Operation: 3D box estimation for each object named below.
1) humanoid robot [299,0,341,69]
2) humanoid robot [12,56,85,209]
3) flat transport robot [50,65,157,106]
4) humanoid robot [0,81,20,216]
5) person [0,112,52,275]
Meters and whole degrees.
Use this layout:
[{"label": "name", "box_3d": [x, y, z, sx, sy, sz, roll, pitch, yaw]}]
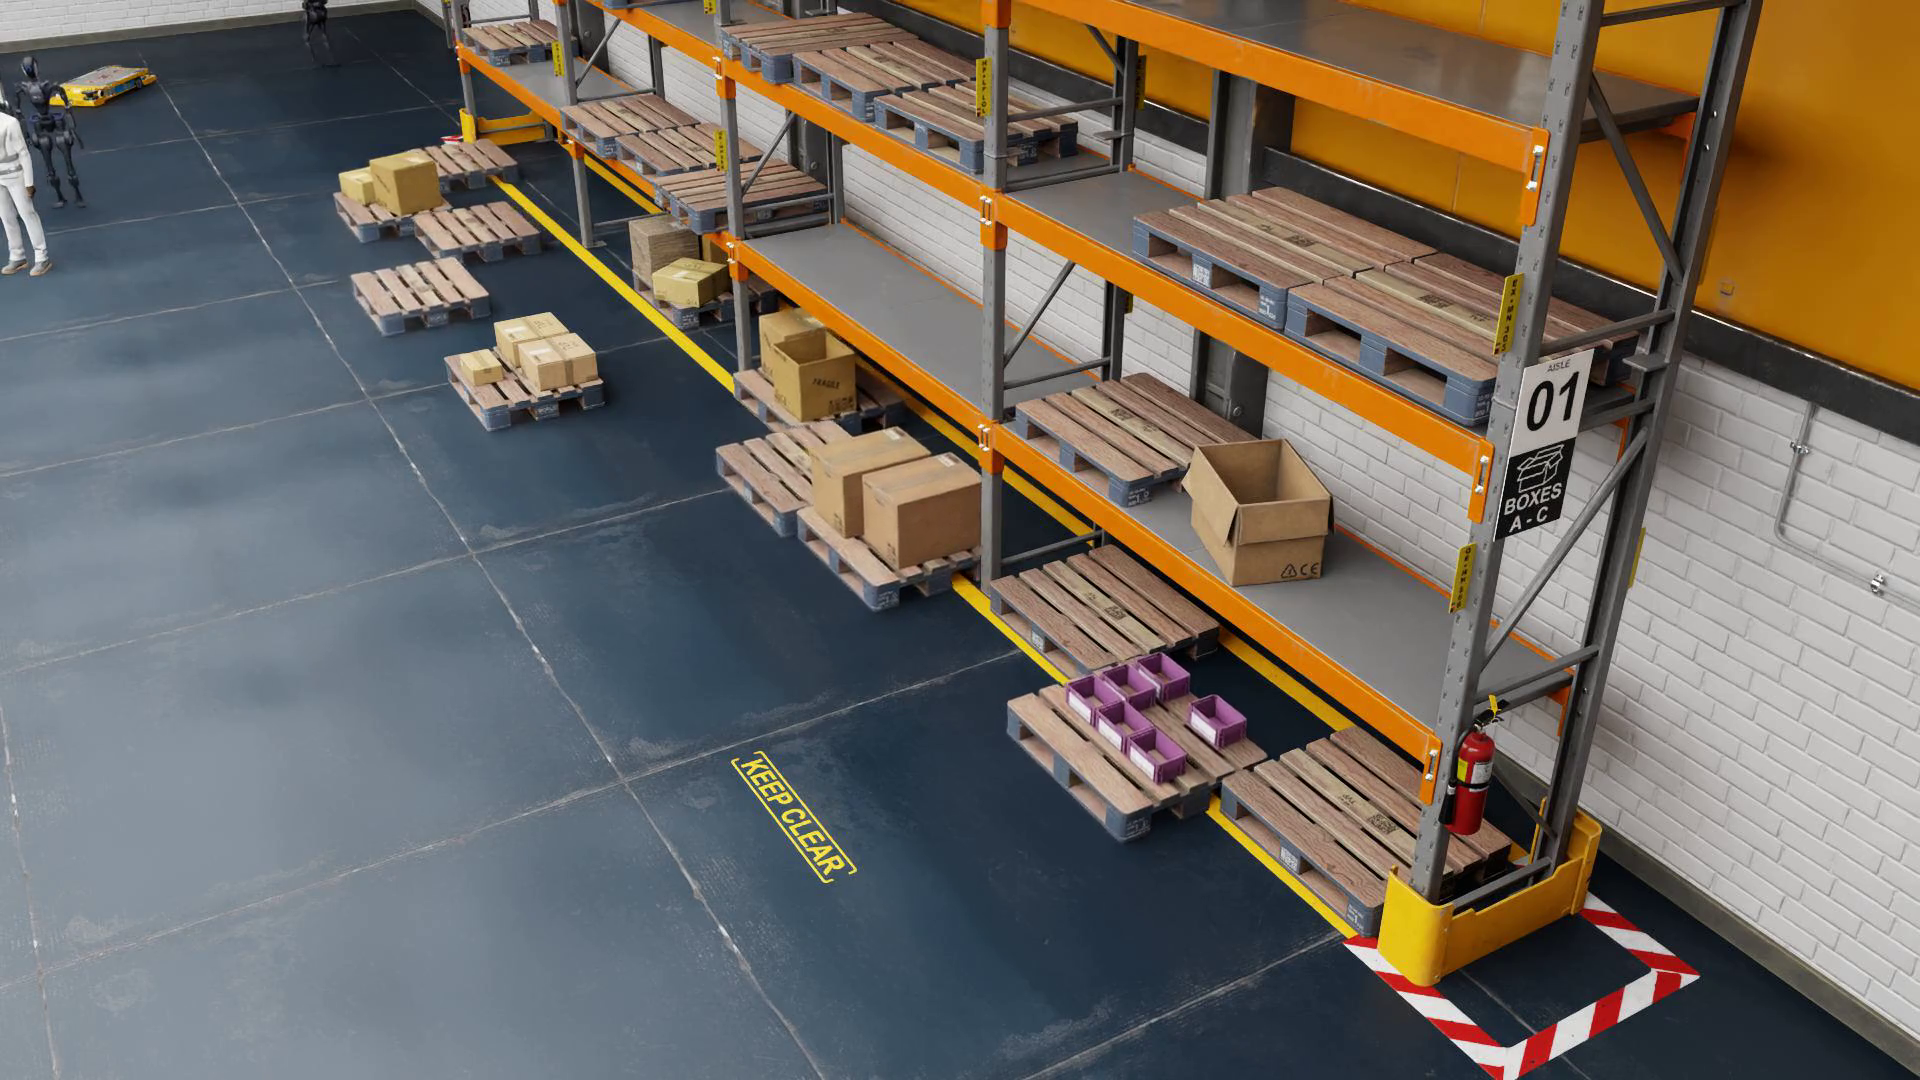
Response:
[{"label": "humanoid robot", "box_3d": [-9.134, -7.508, 23.463, 0.463, 1.642, 0.608, 1, 30, 1]}, {"label": "humanoid robot", "box_3d": [-9.832, -4.414, 17.996, 0.589, 1.642, 0.352, -9, 31, -16]}, {"label": "flat transport robot", "box_3d": [-11.570, -6.129, 22.453, 0.659, 0.231, 1.431, 4, 30, 8]}, {"label": "humanoid robot", "box_3d": [-10.153, -4.179, 17.568, 0.561, 1.822, 0.770, -25, 38, -37]}, {"label": "person", "box_3d": [-9.282, -3.503, 16.180, 0.572, 1.882, 0.360, 6, 30, 10]}]
